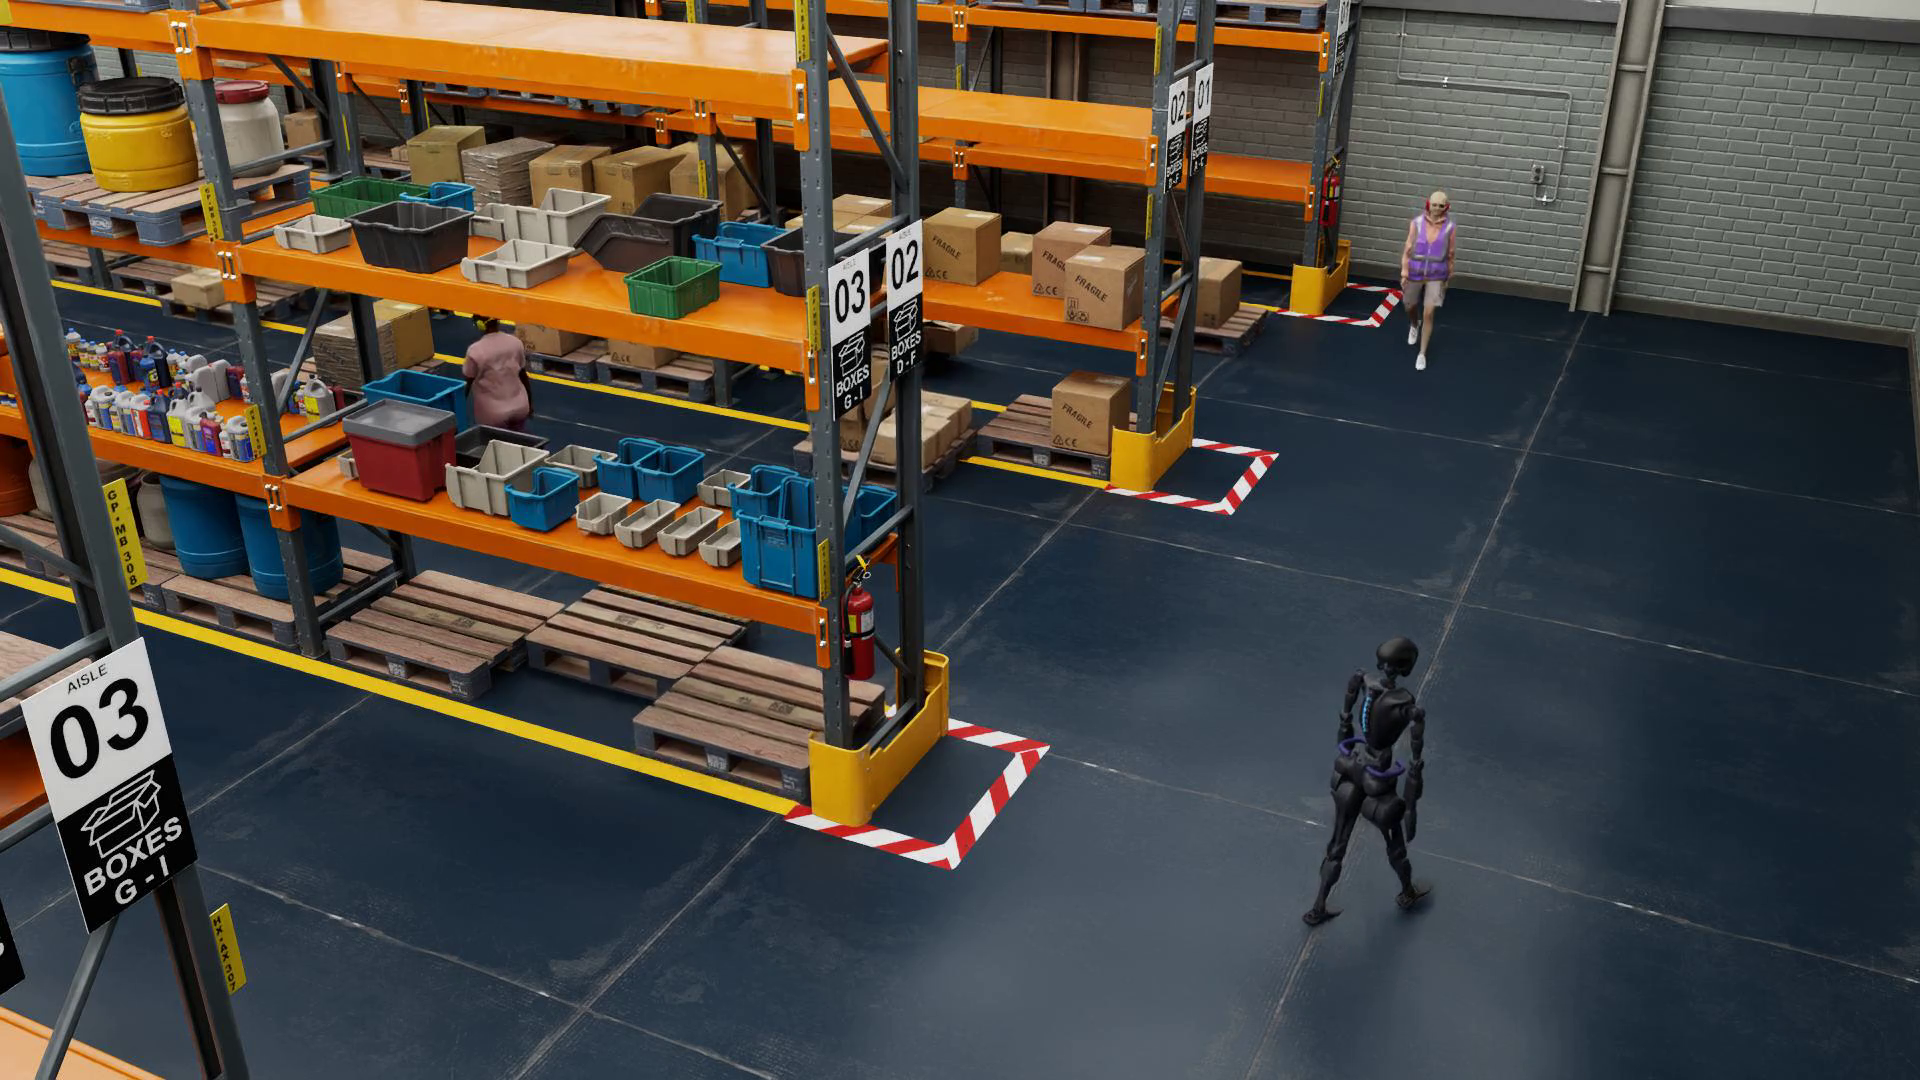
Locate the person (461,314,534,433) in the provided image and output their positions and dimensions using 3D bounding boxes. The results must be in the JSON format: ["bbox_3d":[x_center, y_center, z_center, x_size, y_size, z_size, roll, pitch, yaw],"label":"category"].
[{"bbox_3d":[-3.459,-0.963,12.549,0.585,1.771,0.536,20,33,35],"label":"person"}]

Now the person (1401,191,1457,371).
[{"bbox_3d":[4.448,-2.521,15.820,0.473,1.670,0.727,10,28,19],"label":"person"}]

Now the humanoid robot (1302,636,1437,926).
[{"bbox_3d":[2.109,1.180,8.360,0.735,1.630,0.591,-15,30,-28],"label":"humanoid robot"}]
